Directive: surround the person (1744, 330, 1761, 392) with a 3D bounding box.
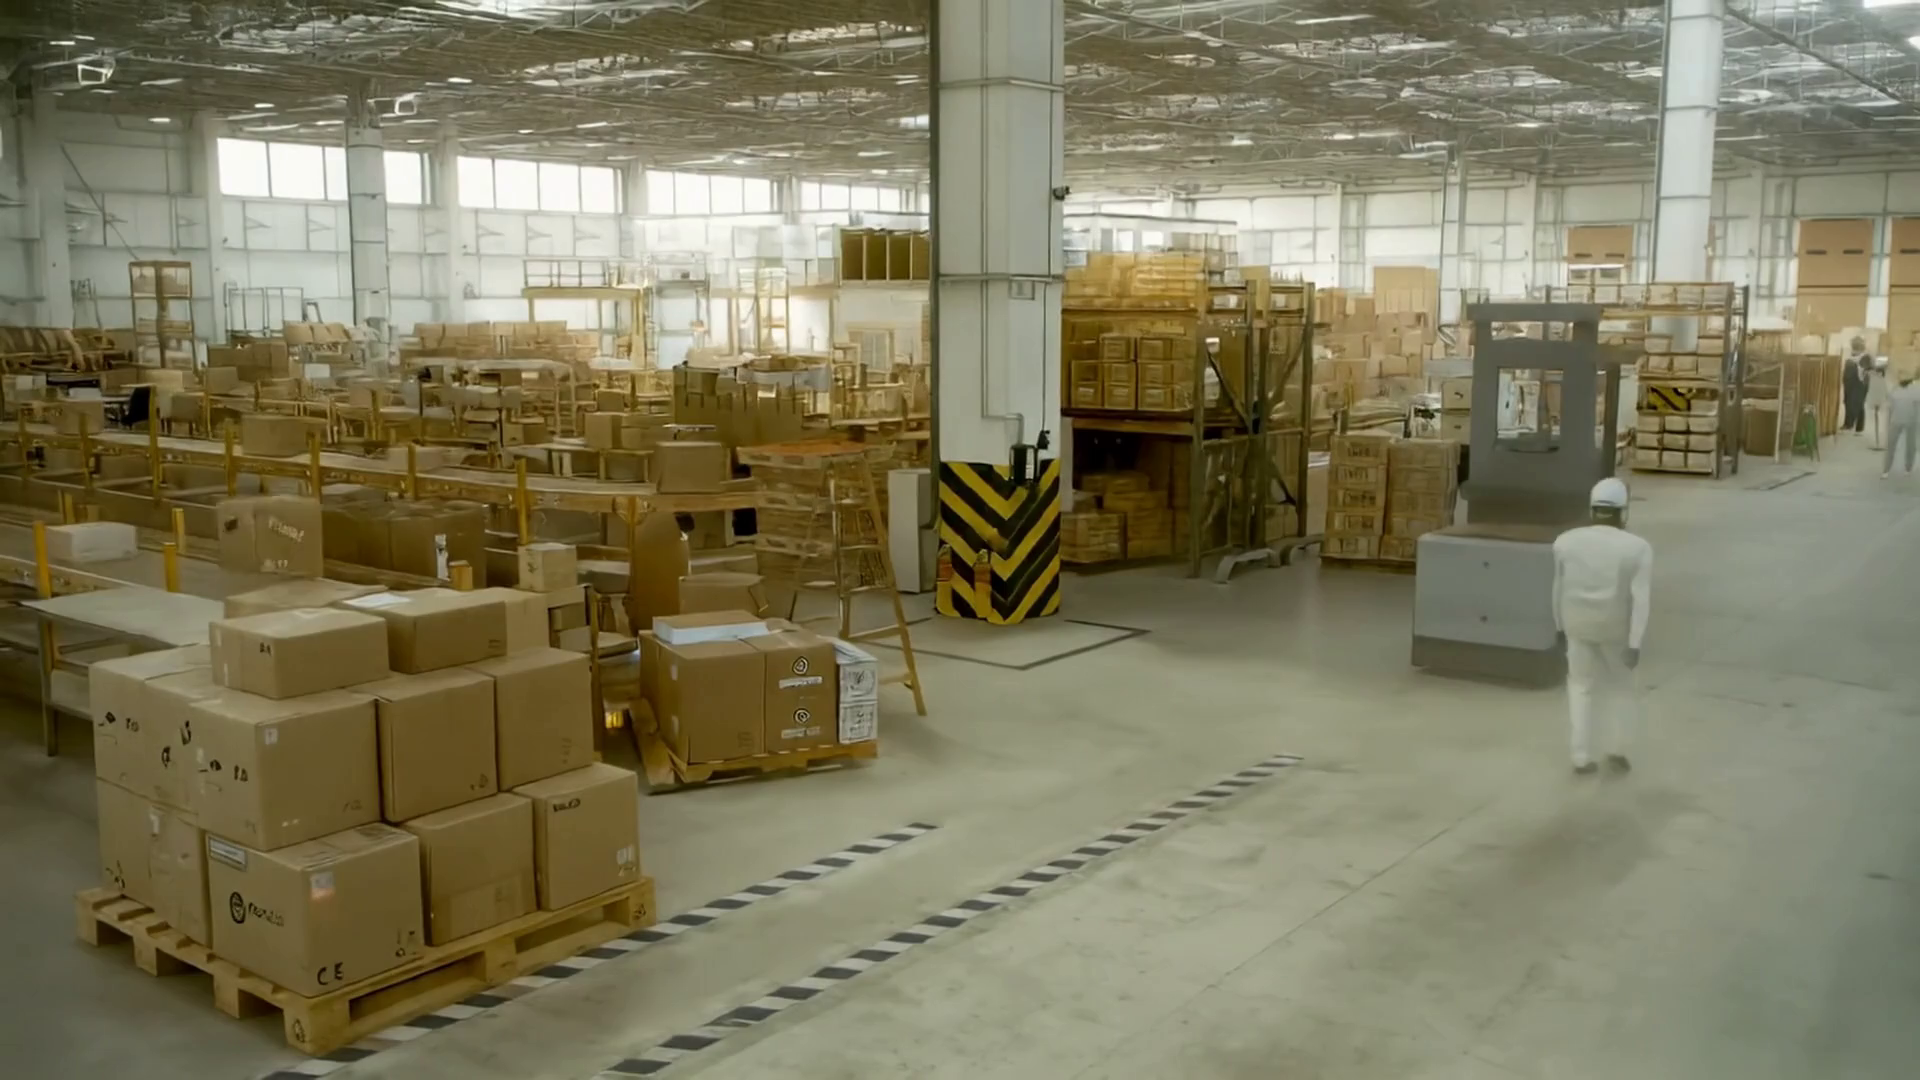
[{"bbox_3d":[23.031,-5.221,48.578,0.847,1.834,0.539,-1,8,-4],"label":"person"}]

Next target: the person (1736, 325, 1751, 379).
[{"bbox_3d":[26.592,-6.367,56.322,0.623,1.840,0.430,1,9,8],"label":"person"}]

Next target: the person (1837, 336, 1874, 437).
[{"bbox_3d":[18.048,-3.097,33.592,0.533,2.000,0.674,-1,8,-5],"label":"person"}]

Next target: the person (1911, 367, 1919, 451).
[{"bbox_3d":[17.612,-2.372,30.247,0.618,1.581,0.839,3,9,16],"label":"person"}]

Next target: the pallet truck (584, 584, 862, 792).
[{"bbox_3d":[-1.426,0.805,10.019,1.601,1.201,0.680,-4,9,-26],"label":"pallet truck"}]

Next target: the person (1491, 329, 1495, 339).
[{"bbox_3d":[13.768,-4.545,43.511,0.385,1.994,0.611,1,9,9],"label":"person"}]

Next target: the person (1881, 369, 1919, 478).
[{"bbox_3d":[14.780,-1.816,26.059,0.540,1.716,0.926,7,11,41],"label":"person"}]

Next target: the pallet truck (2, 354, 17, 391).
[{"bbox_3d":[-24.881,-4.417,42.634,1.885,1.965,0.823,8,11,41],"label":"pallet truck"}]

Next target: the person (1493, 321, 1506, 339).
[{"bbox_3d":[20.669,-7.479,63.602,0.845,1.914,0.635,-2,9,-12],"label":"person"}]

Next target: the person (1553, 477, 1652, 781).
[{"bbox_3d":[3.828,0.525,9.929,0.596,1.812,0.540,6,10,35],"label":"person"}]

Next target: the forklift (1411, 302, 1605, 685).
[{"bbox_3d":[4.379,-0.438,12.852,1.129,2.768,1.873,7,11,37],"label":"forklift"}]

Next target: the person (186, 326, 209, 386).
[{"bbox_3d":[-23.518,-5.661,51.337,0.641,1.905,0.410,-4,9,-25],"label":"person"}]

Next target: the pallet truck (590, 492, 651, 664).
[{"bbox_3d":[-3.115,0.344,12.883,0.653,1.274,1.630,7,11,37],"label":"pallet truck"}]

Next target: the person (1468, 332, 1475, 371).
[{"bbox_3d":[12.776,-4.224,41.496,0.709,1.941,0.627,8,11,41],"label":"person"}]

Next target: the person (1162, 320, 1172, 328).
[{"bbox_3d":[8.387,-8.075,67.761,0.581,1.855,0.893,8,11,42],"label":"person"}]

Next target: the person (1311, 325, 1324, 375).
[{"bbox_3d":[11.256,-5.779,52.127,0.851,1.899,0.567,3,9,20],"label":"person"}]

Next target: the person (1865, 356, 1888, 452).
[{"bbox_3d":[16.751,-2.476,30.372,0.343,1.761,0.522,3,9,17],"label":"person"}]

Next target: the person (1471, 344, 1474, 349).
[{"bbox_3d":[16.268,-5.764,52.040,0.551,1.911,0.899,4,9,23],"label":"person"}]

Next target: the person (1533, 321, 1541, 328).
[{"bbox_3d":[26.354,-9.280,76.062,0.493,1.816,0.670,5,10,28],"label":"person"}]

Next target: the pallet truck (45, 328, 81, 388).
[{"bbox_3d":[-23.775,-4.544,43.495,1.885,1.965,0.823,6,10,35],"label":"pallet truck"}]
